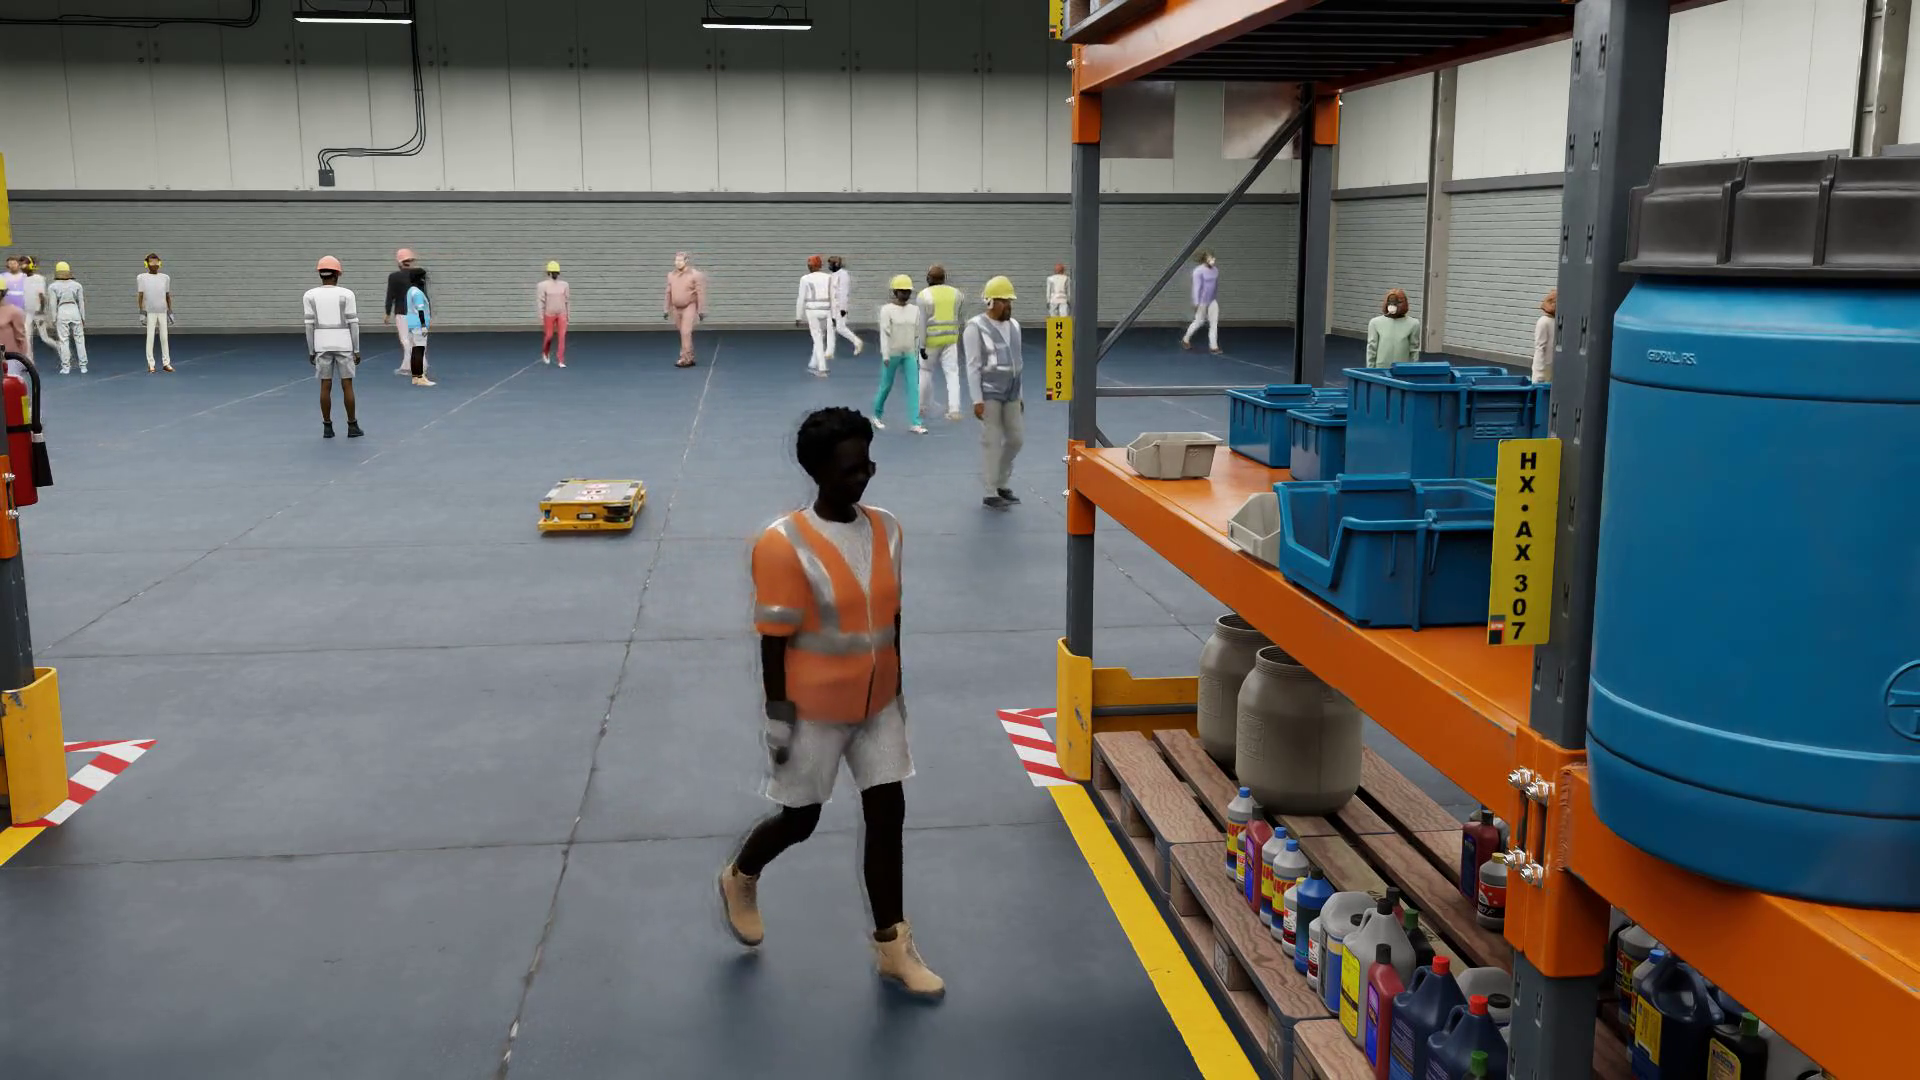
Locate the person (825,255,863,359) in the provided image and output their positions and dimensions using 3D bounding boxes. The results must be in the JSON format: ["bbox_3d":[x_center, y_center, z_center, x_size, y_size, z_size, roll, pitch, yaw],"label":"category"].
[{"bbox_3d":[-2.106,-4.081,29.145,0.718,1.825,0.636,-6,12,-31],"label":"person"}]

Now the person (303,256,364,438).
[{"bbox_3d":[-6.656,-2.044,17.689,0.543,1.928,0.373,-1,10,-8],"label":"person"}]

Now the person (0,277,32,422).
[{"bbox_3d":[-10.063,-1.939,17.601,0.533,1.751,0.651,2,10,10],"label":"person"}]

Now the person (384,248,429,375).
[{"bbox_3d":[-8.424,-3.479,25.483,0.915,1.968,0.622,7,13,35],"label":"person"}]

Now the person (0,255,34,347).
[{"bbox_3d":[-16.114,-3.958,28.473,0.568,1.826,0.729,-5,12,-26],"label":"person"}]

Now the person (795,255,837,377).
[{"bbox_3d":[-2.277,-3.451,25.604,0.611,1.848,0.896,-8,13,-36],"label":"person"}]

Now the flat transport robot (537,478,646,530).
[{"bbox_3d":[-2.764,-0.281,12.565,0.652,0.197,1.431,-1,10,-6],"label":"flat transport robot"}]

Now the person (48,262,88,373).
[{"bbox_3d":[-13.997,-3.486,26.099,0.486,1.744,0.296,-8,13,-39],"label":"person"}]

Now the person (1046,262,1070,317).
[{"bbox_3d":[2.003,-4.792,33.609,0.526,1.623,0.596,-1,10,-5],"label":"person"}]

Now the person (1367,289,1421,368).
[{"bbox_3d":[4.216,-1.627,16.211,0.501,1.631,0.287,2,11,10],"label":"person"}]

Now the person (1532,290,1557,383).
[{"bbox_3d":[5.776,-1.637,16.305,0.500,1.625,0.303,-9,13,-40],"label":"person"}]

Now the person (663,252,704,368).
[{"bbox_3d":[-4.582,-3.753,27.203,0.667,1.865,0.906,5,11,24],"label":"person"}]

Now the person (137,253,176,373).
[{"bbox_3d":[-12.685,-3.578,26.257,0.513,1.872,0.328,-10,14,-44],"label":"person"}]

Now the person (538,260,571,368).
[{"bbox_3d":[-6.658,-3.705,27.290,0.527,1.751,0.517,-6,12,-29],"label":"person"}]

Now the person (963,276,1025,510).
[{"bbox_3d":[0.293,-1.157,13.093,0.606,1.831,0.411,-9,14,-42],"label":"person"}]

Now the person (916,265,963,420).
[{"bbox_3d":[-0.275,-2.325,19.589,0.642,1.789,0.975,-5,11,-25],"label":"person"}]

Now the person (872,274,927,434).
[{"bbox_3d":[-0.692,-2.055,18.297,0.548,1.729,0.885,-7,12,-34],"label":"person"}]

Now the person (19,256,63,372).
[{"bbox_3d":[-14.664,-3.601,26.473,0.537,1.842,0.834,4,11,23],"label":"person"}]

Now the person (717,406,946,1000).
[{"bbox_3d":[-0.386,0.442,4.759,0.544,1.675,0.754,-10,14,-43],"label":"person"}]

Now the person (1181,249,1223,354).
[{"bbox_3d":[4.454,-4.362,30.475,0.642,1.910,0.912,-8,13,-36],"label":"person"}]

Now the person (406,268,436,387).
[{"bbox_3d":[-7.737,-3.038,23.782,0.319,1.693,0.532,-7,12,-32],"label":"person"}]
